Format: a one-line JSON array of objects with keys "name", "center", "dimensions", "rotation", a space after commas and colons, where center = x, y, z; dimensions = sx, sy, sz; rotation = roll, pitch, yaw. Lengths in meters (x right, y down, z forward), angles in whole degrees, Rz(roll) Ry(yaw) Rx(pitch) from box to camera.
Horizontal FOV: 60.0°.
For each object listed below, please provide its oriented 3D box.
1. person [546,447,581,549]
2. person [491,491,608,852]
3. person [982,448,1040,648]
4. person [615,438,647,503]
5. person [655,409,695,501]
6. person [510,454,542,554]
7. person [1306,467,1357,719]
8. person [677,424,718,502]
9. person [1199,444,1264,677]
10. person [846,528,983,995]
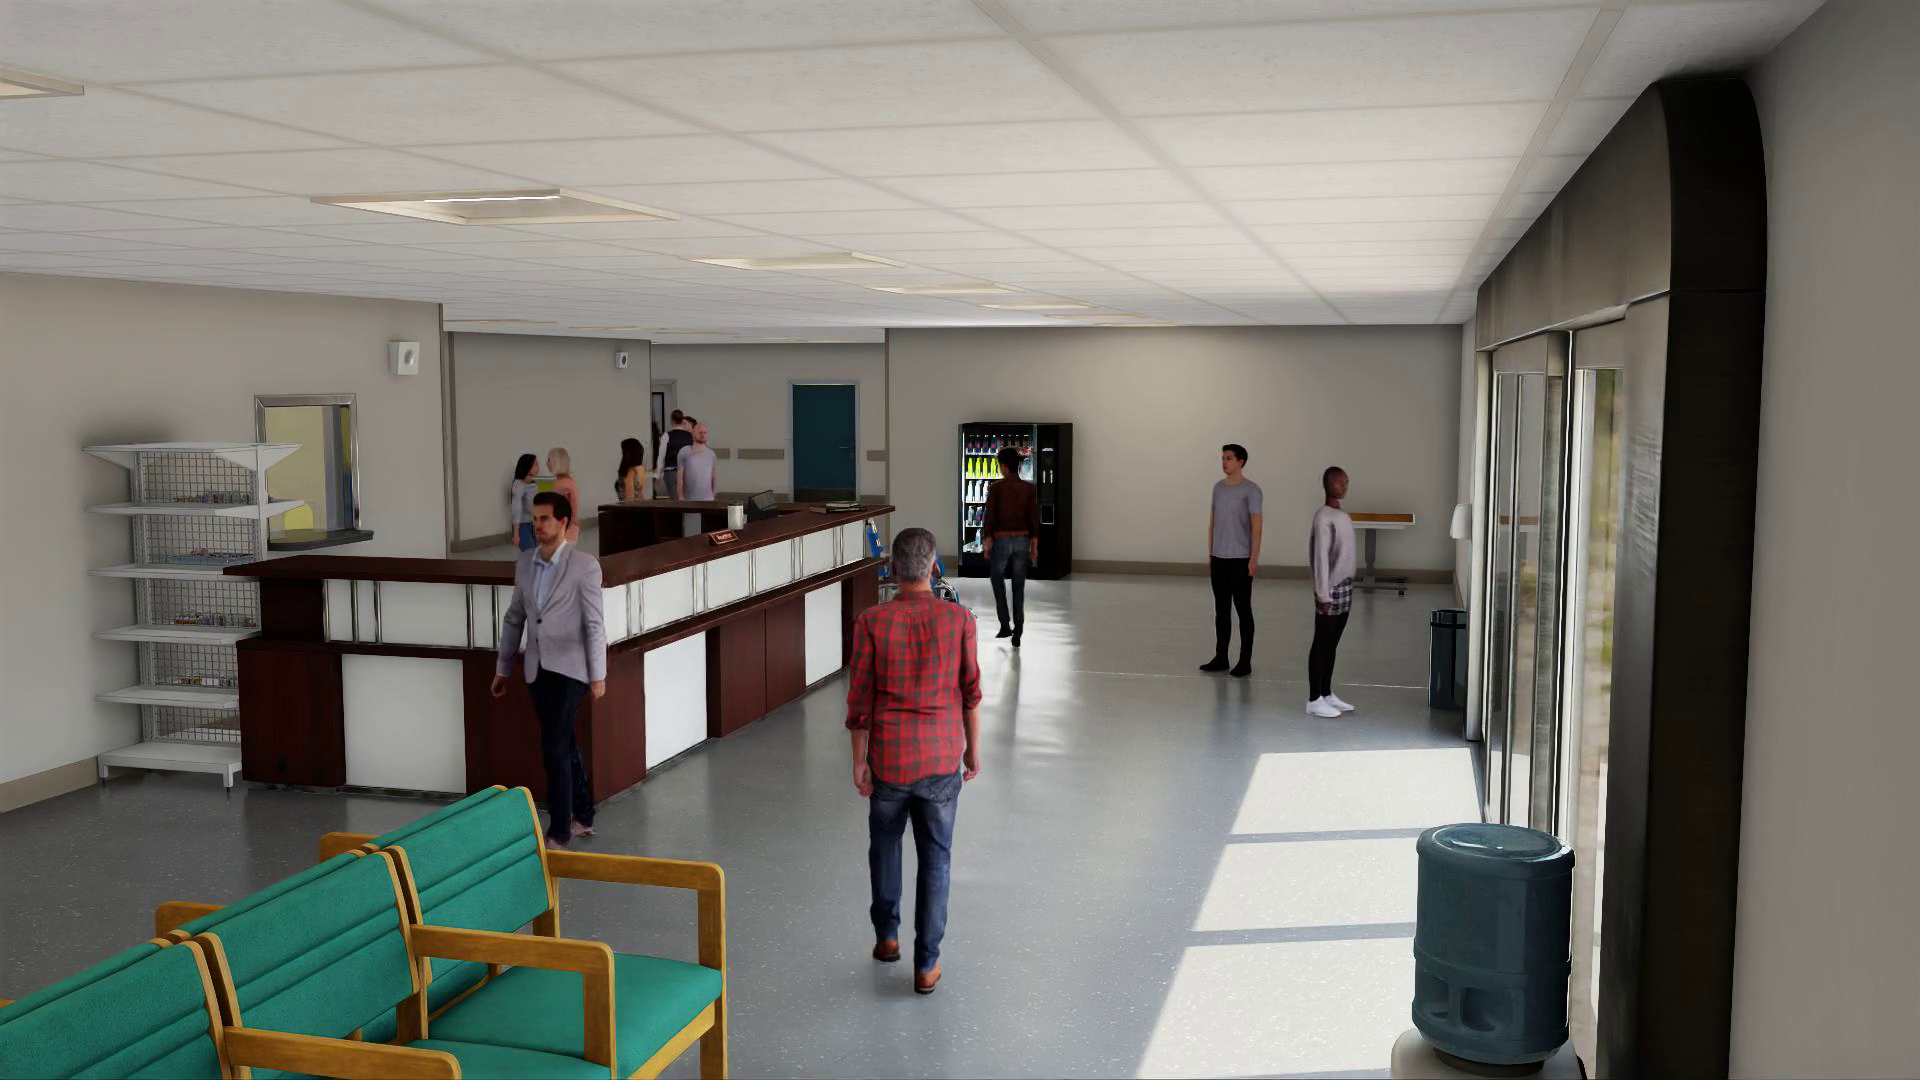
[{"name": "person", "center": [-3.748, -0.037, 16.118], "dimensions": [0.799, 1.714, 0.736], "rotation": [-1, 6, -11]}, {"name": "person", "center": [-1.995, 0.671, 8.531], "dimensions": [0.929, 1.824, 0.902], "rotation": [4, 7, 33]}, {"name": "person", "center": [0.475, 0.077, 14.767], "dimensions": [0.744, 1.758, 0.866], "rotation": [-1, 6, -10]}, {"name": "person", "center": [-3.283, -0.160, 17.235], "dimensions": [1.158, 1.734, 0.640], "rotation": [1, 6, 13]}, {"name": "person", "center": [-3.915, -0.837, 23.213], "dimensions": [1.180, 1.884, 1.328], "rotation": [-4, 7, -36]}, {"name": "person", "center": [-4.483, -0.063, 16.857], "dimensions": [0.605, 1.617, 0.623], "rotation": [1, 6, 12]}, {"name": "person", "center": [2.647, 0.359, 11.892], "dimensions": [0.650, 1.772, 0.681], "rotation": [4, 7, 35]}, {"name": "person", "center": [-3.193, -0.470, 19.983], "dimensions": [1.209, 1.802, 1.183], "rotation": [-2, 6, -22]}, {"name": "person", "center": [2.225, 0.152, 13.498], "dimensions": [0.797, 1.863, 0.691], "rotation": [-5, 8, -40]}, {"name": "person", "center": [-0.169, 0.877, 6.542], "dimensions": [0.735, 1.812, 0.839], "rotation": [0, 6, 1]}]
